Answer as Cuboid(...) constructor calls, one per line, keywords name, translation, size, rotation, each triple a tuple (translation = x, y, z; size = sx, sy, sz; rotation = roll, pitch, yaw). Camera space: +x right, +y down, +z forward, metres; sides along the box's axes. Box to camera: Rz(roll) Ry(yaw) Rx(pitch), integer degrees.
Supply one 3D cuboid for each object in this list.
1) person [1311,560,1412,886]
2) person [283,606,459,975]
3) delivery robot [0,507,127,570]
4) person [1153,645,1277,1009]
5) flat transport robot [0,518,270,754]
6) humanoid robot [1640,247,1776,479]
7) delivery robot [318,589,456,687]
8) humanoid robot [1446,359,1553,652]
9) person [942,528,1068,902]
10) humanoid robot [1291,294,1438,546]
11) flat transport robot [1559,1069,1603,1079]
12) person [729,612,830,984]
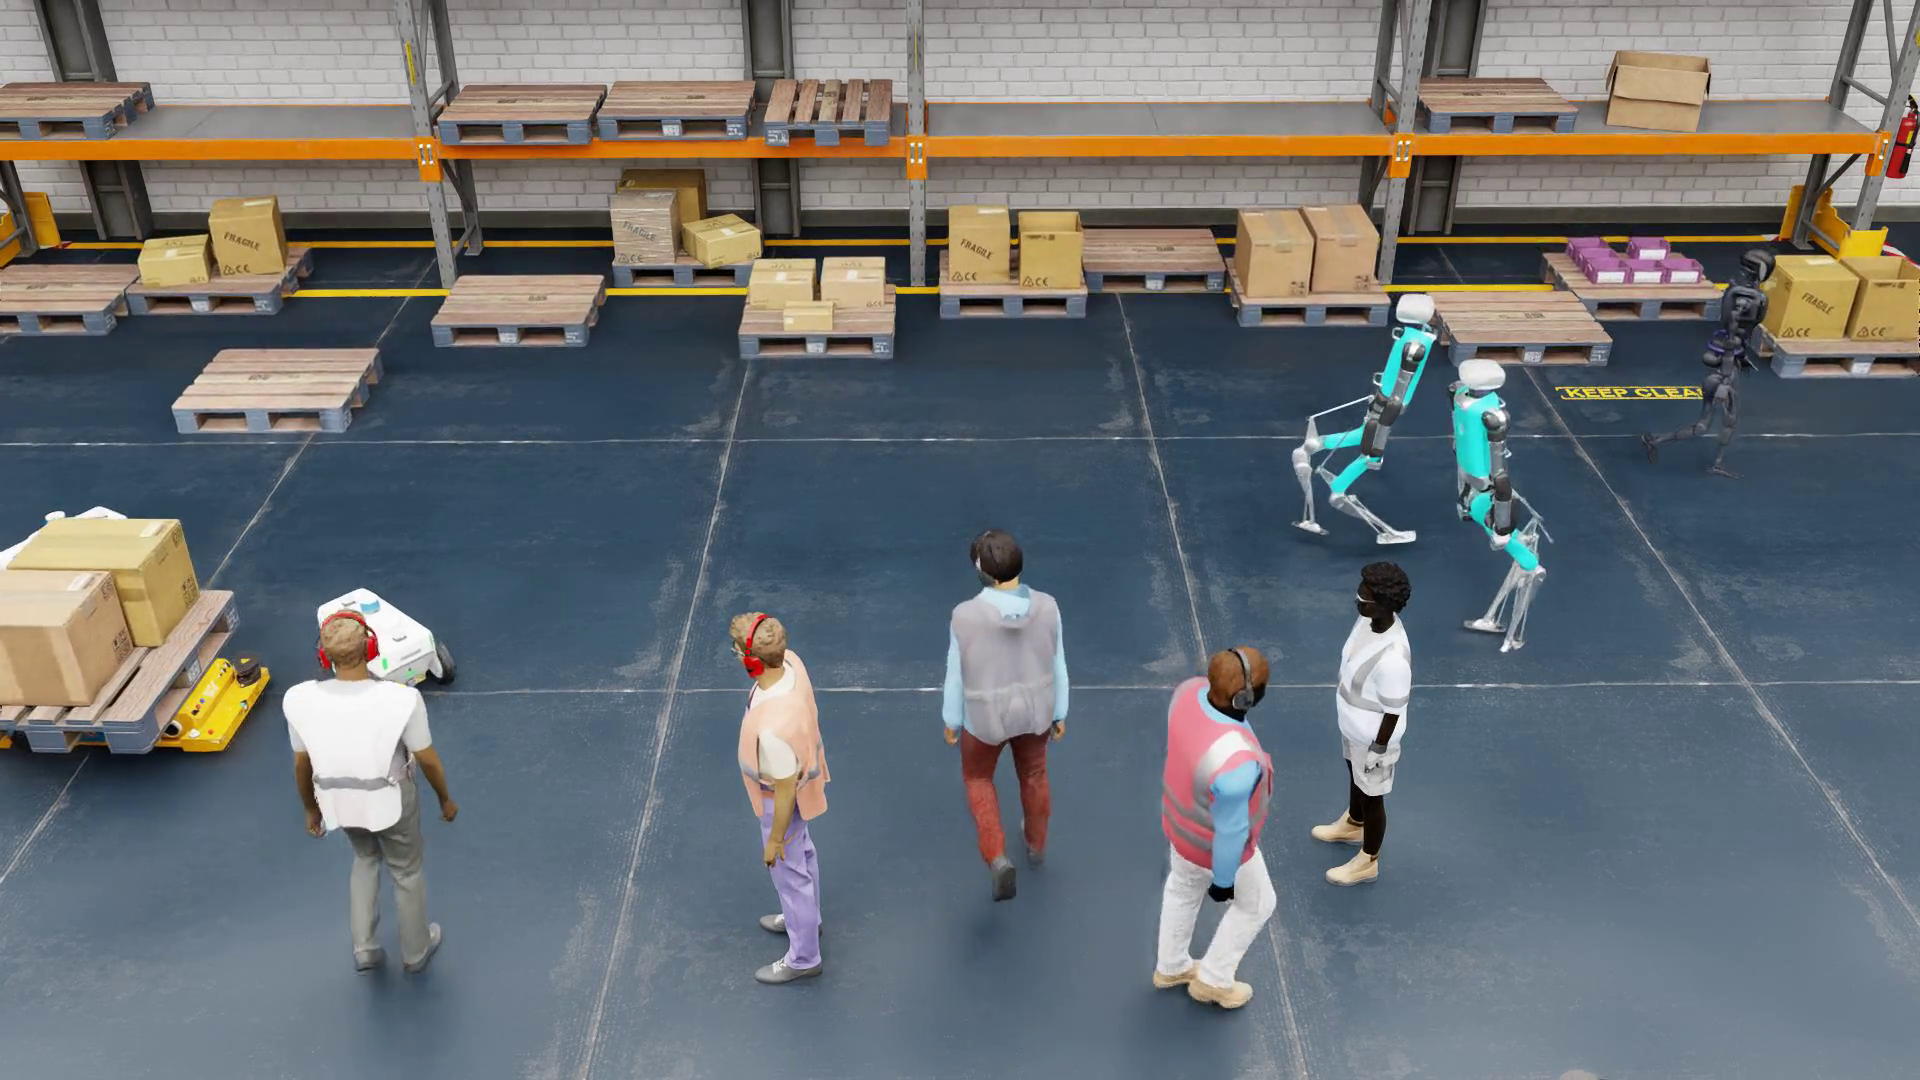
Cuboid(name="person", translation=(1.864, 0.839, 7.626), size=(0.317, 1.695, 0.539), rotation=(0, 31, -1))
Cuboid(name="person", translation=(-2.468, 1.123, 7.034), size=(0.585, 1.824, 0.444), rotation=(2, 31, 3))
Cuboid(name="delivery robot", translation=(-5.329, 0.102, 9.937), size=(0.499, 0.566, 0.739), rotation=(17, 35, 26))
Cuboid(name="person", translation=(1.097, 1.198, 6.907), size=(0.526, 1.824, 0.633), rotation=(-10, 33, -17))
Cuboid(name="flat transport robot", translation=(-4.566, 0.864, 8.973), size=(1.431, 0.231, 0.659), rotation=(1, 31, 1))
Cuboid(name="humanoid robot", translation=(5.027, -1.193, 11.057), size=(0.673, 1.635, 0.593), rotation=(18, 35, 27))
Cuboid(name="delivery robot", translation=(-3.191, 0.590, 9.170), size=(0.804, 0.614, 0.499), rotation=(25, 39, 35))
Cuboid(name="humanoid robot", translation=(3.066, -0.186, 9.318), size=(0.811, 1.788, 0.570), rotation=(-7, 32, -12))
Cuboid(name="person", translation=(0.225, 0.828, 7.489), size=(0.587, 1.850, 0.623), rotation=(-8, 32, -13))
Cuboid(name="humanoid robot", translation=(2.378, -0.695, 10.155), size=(0.984, 1.734, 0.531), rotation=(8, 32, 14))
Cuboid(name="flat transport robot", translation=(2.690, 2.582, 6.113), size=(0.659, 0.231, 1.431), rotation=(1, 31, 1))
Cuboid(name="person", translation=(-0.737, 1.100, 7.053), size=(0.373, 1.838, 0.568), rotation=(0, 31, -1))
